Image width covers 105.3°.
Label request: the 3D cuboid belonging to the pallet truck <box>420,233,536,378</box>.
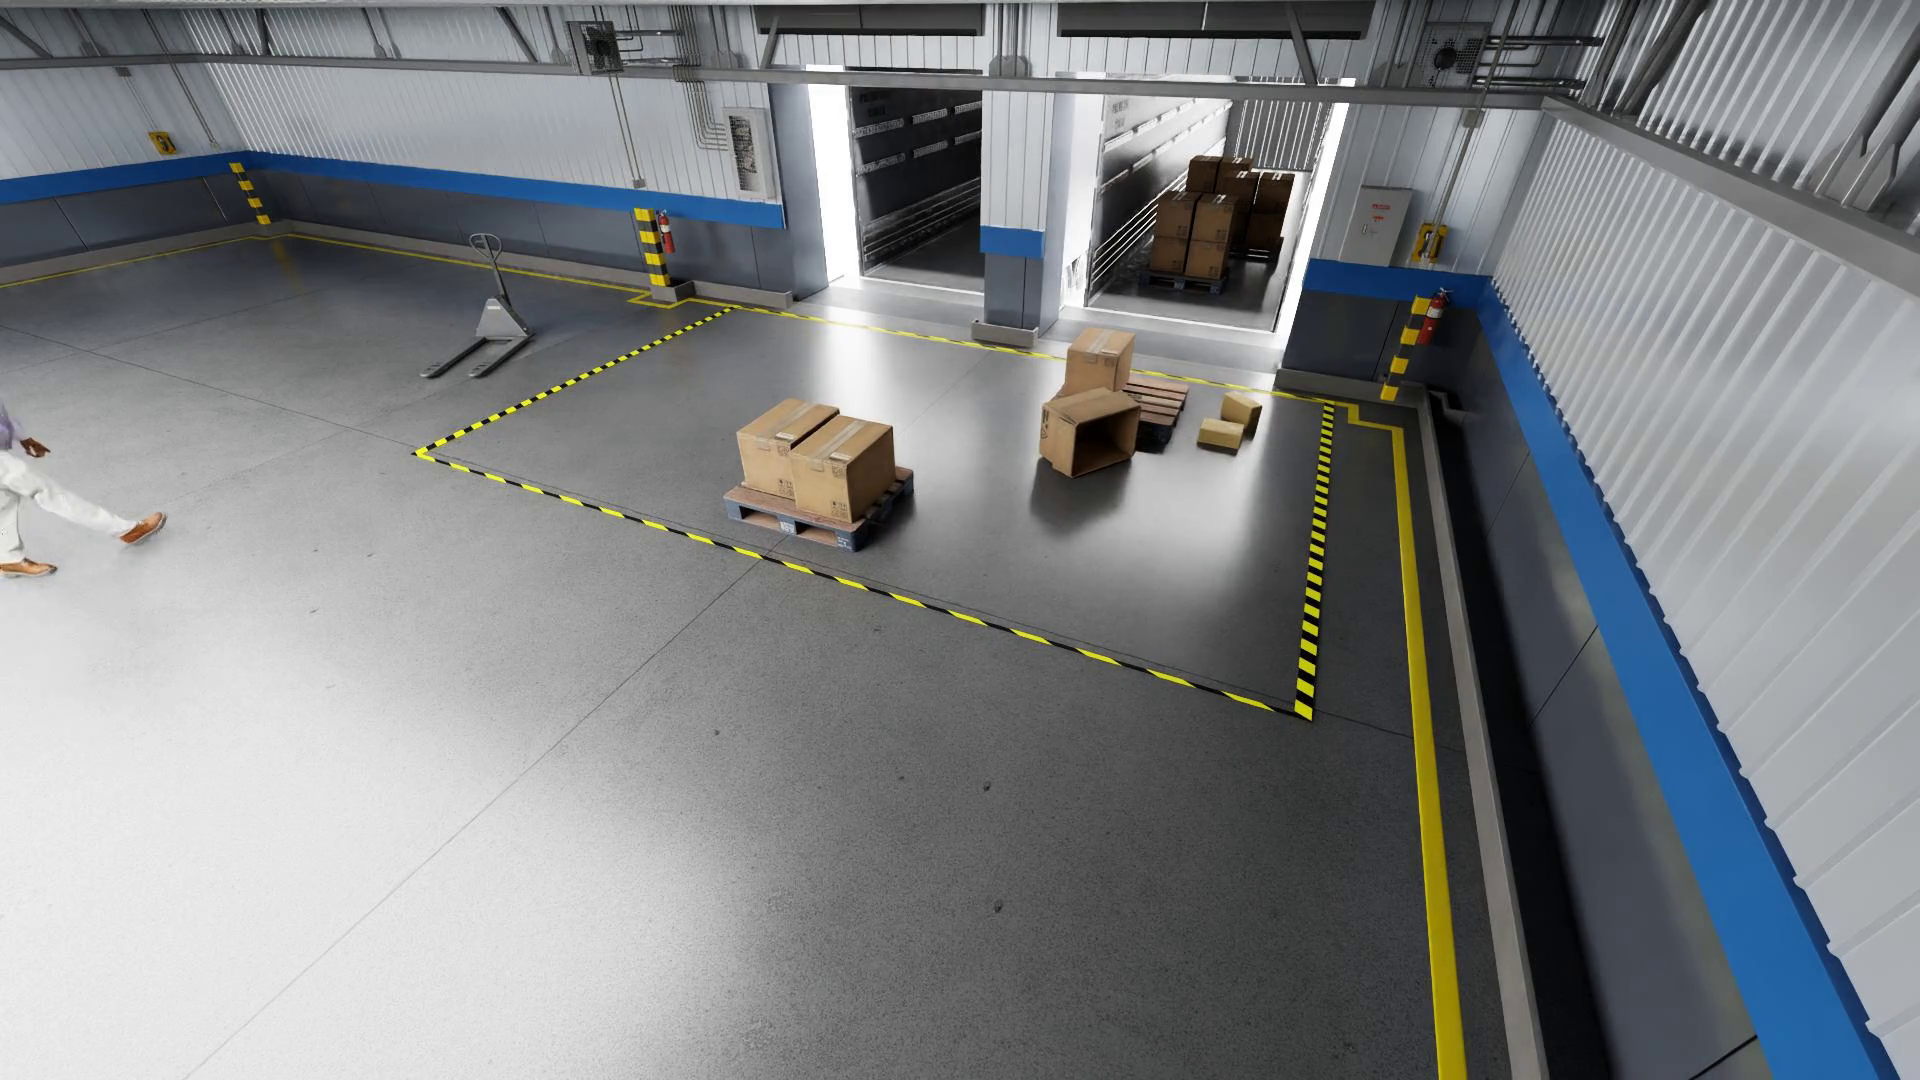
[{"bbox_3d":[-5.664,-2.712,8.427,0.680,1.201,1.601,0,35,-1],"label":"pallet truck"}]

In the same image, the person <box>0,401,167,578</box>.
[{"bbox_3d":[-6.484,-0.639,4.963,0.940,1.875,0.670,-26,43,-31],"label":"person"}]
